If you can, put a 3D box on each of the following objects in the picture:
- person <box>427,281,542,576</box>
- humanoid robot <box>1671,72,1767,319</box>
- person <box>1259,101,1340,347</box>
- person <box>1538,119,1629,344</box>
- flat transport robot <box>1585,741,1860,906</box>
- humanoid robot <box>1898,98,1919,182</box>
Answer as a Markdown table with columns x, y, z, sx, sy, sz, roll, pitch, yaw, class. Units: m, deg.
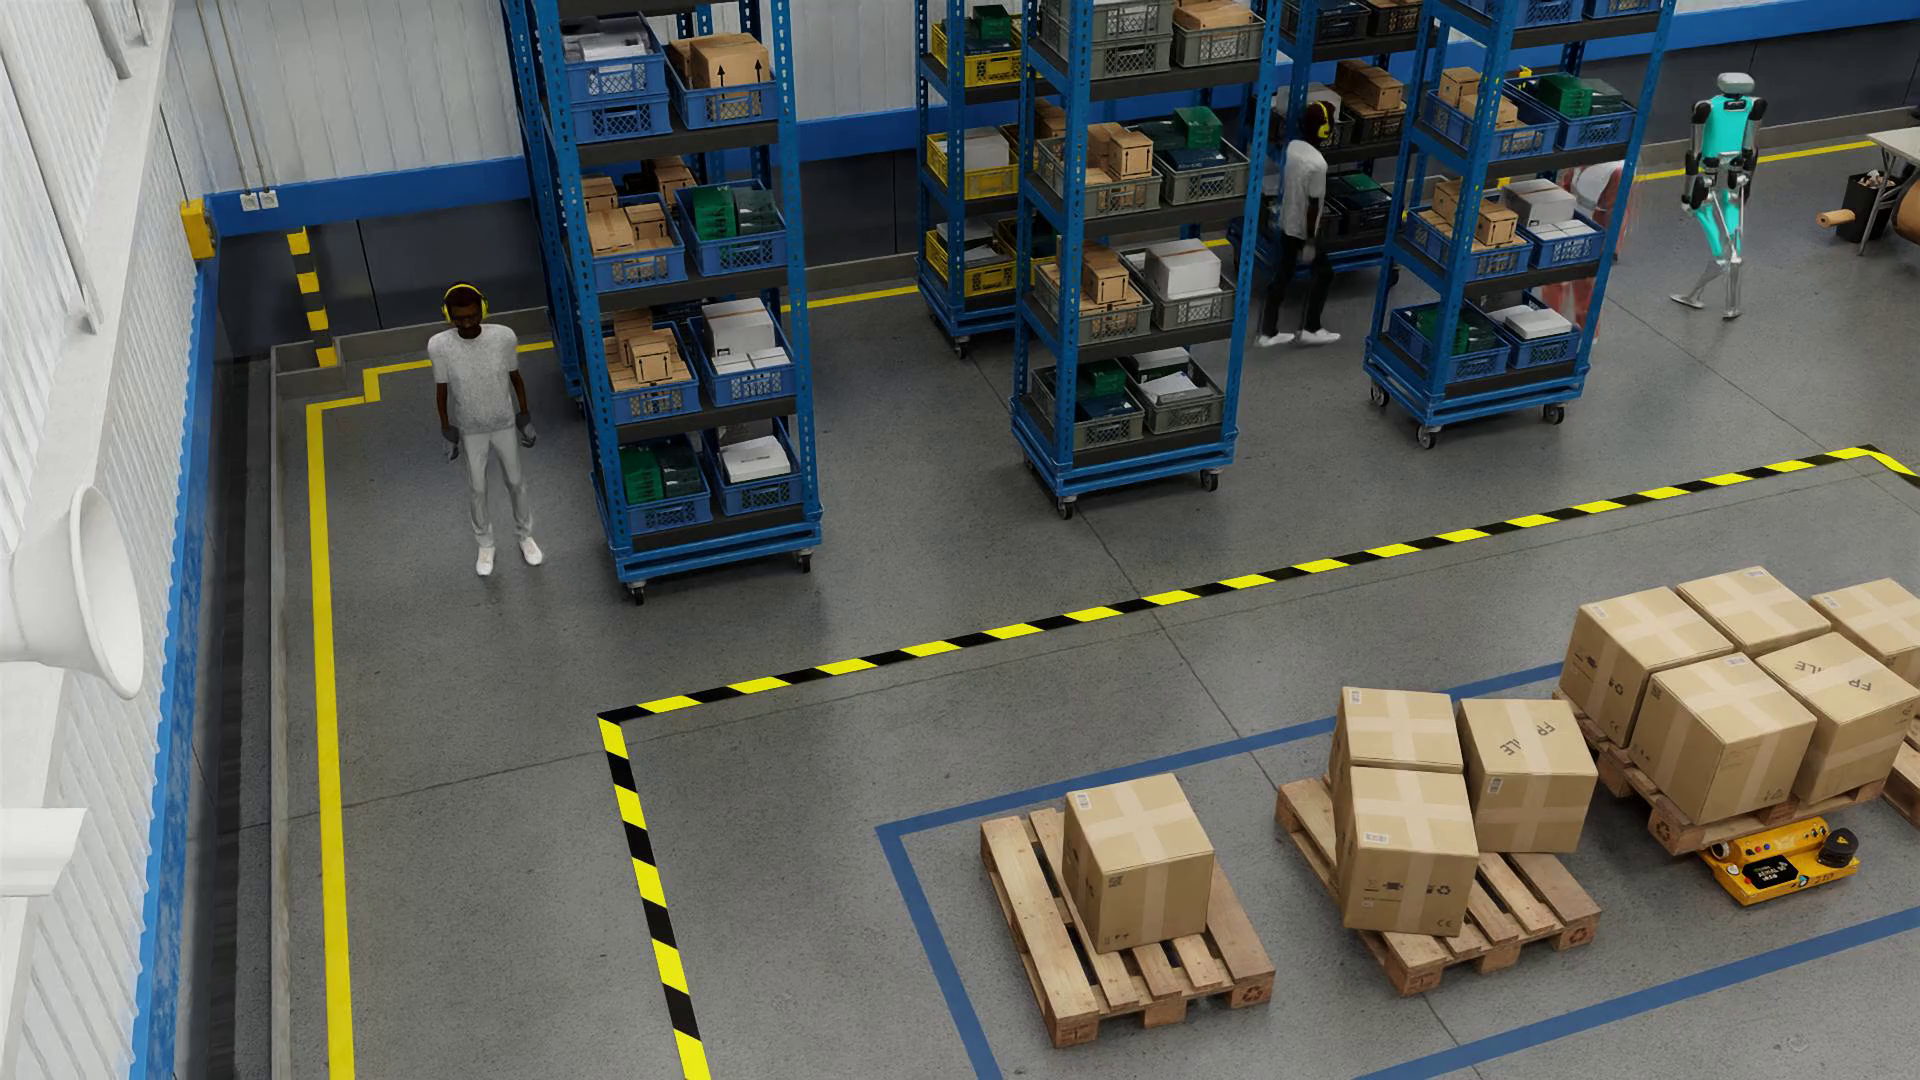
| x | y | z | sx | sy | sz | roll | pitch | yaw | class |
| --- | --- | --- | --- | --- | --- | --- | --- | --- | --- |
| -2.720 | -0.640 | 9.579 | 0.530 | 1.864 | 0.309 | -12 | 37 | -16 | person |
| 5.681 | -2.457 | 12.264 | 0.585 | 1.769 | 0.880 | -3 | 35 | -4 | humanoid robot |
| 2.524 | -2.227 | 11.846 | 0.729 | 1.844 | 0.535 | -12 | 37 | -16 | person |
| 4.305 | -2.194 | 11.763 | 0.831 | 1.888 | 0.596 | 0 | 35 | 0 | person |
| 3.738 | 1.188 | 8.347 | 0.652 | 0.197 | 1.431 | -11 | 37 | -15 | flat transport robot |
| 8.047 | -3.493 | 13.793 | 0.401 | 1.640 | 0.596 | 29 | 44 | 34 | humanoid robot |
